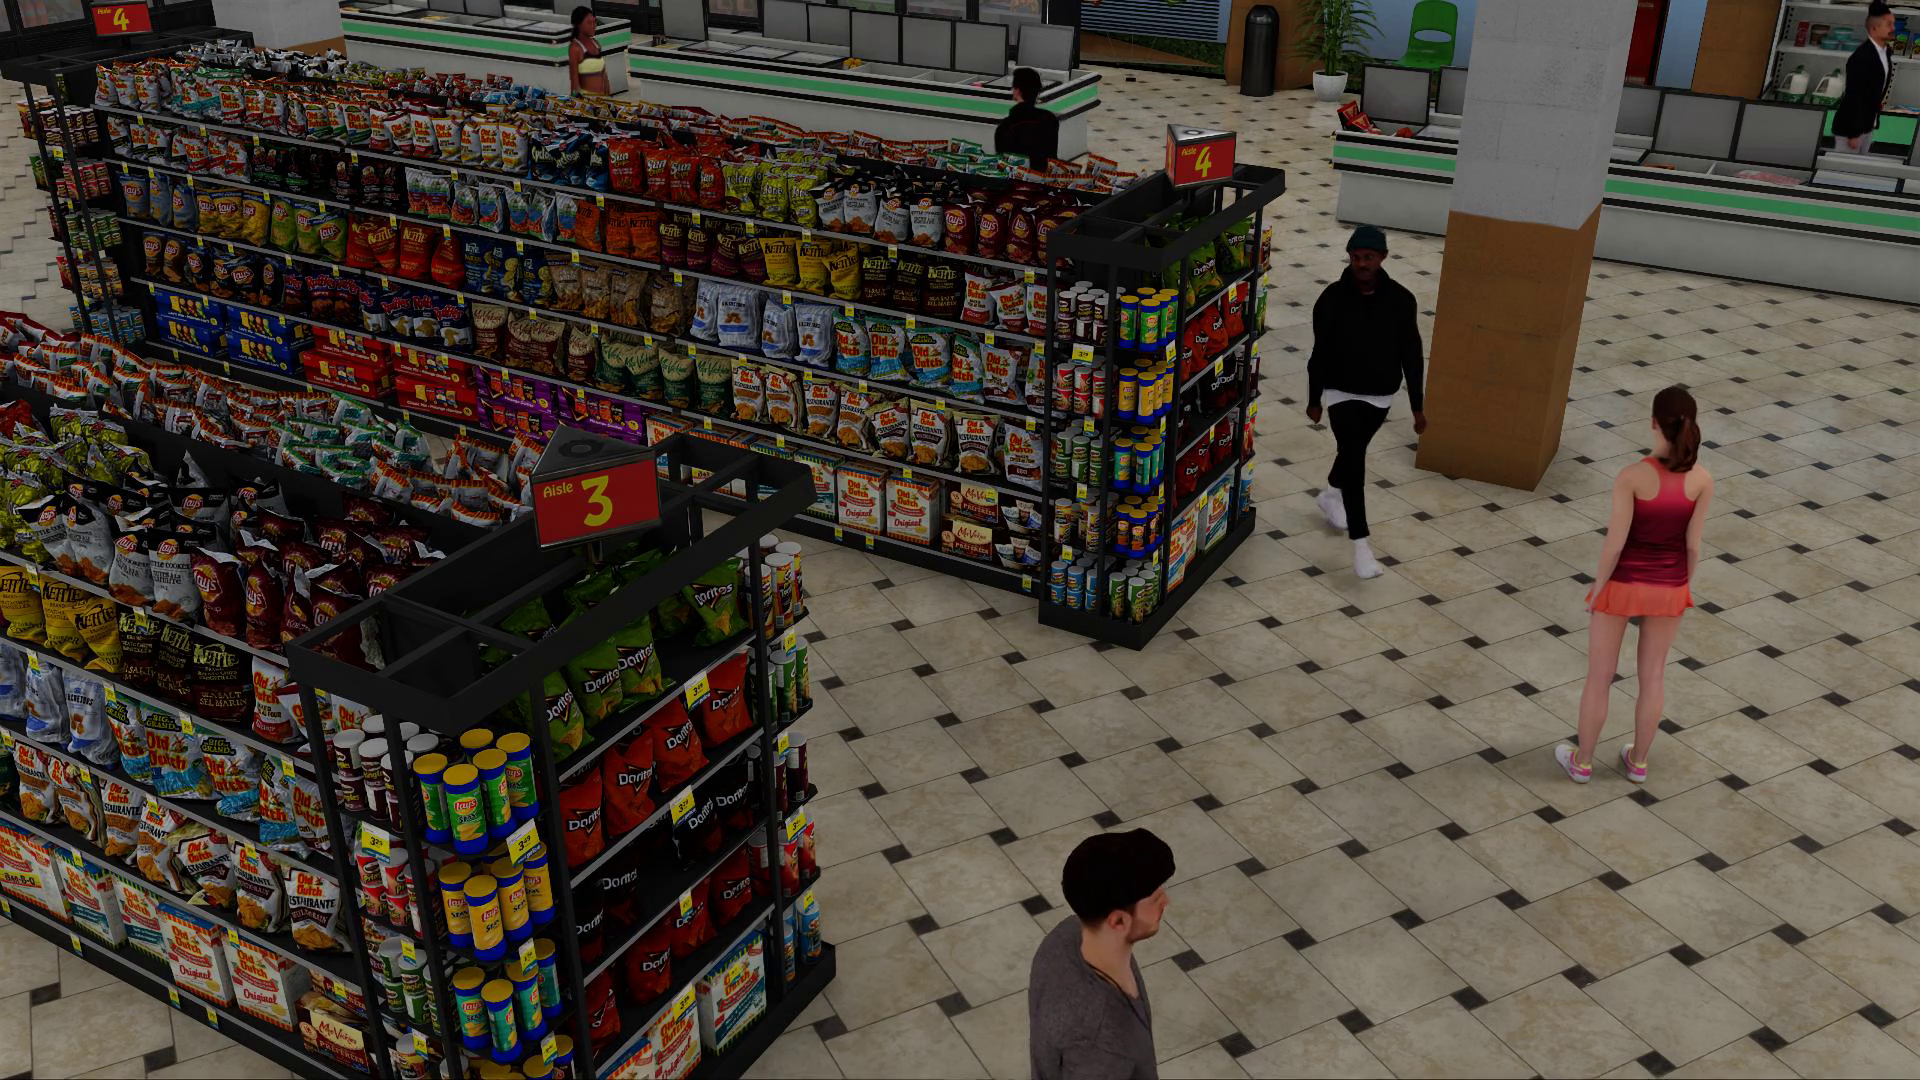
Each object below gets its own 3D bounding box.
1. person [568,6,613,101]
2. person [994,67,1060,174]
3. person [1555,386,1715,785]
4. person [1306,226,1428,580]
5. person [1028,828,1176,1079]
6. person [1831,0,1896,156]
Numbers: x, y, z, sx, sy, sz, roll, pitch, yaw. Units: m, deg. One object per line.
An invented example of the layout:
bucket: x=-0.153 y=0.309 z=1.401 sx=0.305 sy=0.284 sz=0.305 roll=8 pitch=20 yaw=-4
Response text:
person: x=-3.308 y=-3.769 z=14.596 sx=1.123 sy=1.717 sz=0.609 roll=13 pitch=30 yaw=23
person: x=0.486 y=-2.366 z=11.729 sx=0.951 sy=1.809 sz=1.178 roll=-22 pitch=34 yaw=-36
person: x=2.749 y=0.202 z=6.727 sx=0.634 sy=1.752 sz=0.721 roll=1 pitch=27 yaw=1
person: x=2.040 y=-0.761 z=8.623 sx=1.270 sy=1.757 sz=1.281 roll=-5 pitch=27 yaw=-10
person: x=0.201 y=1.513 z=4.004 sx=1.314 sy=1.877 sz=1.120 roll=-2 pitch=27 yaw=-4
person: x=7.387 y=-3.482 z=13.773 sx=0.809 sy=1.950 sz=0.754 roll=-23 pitch=35 yaw=-38
